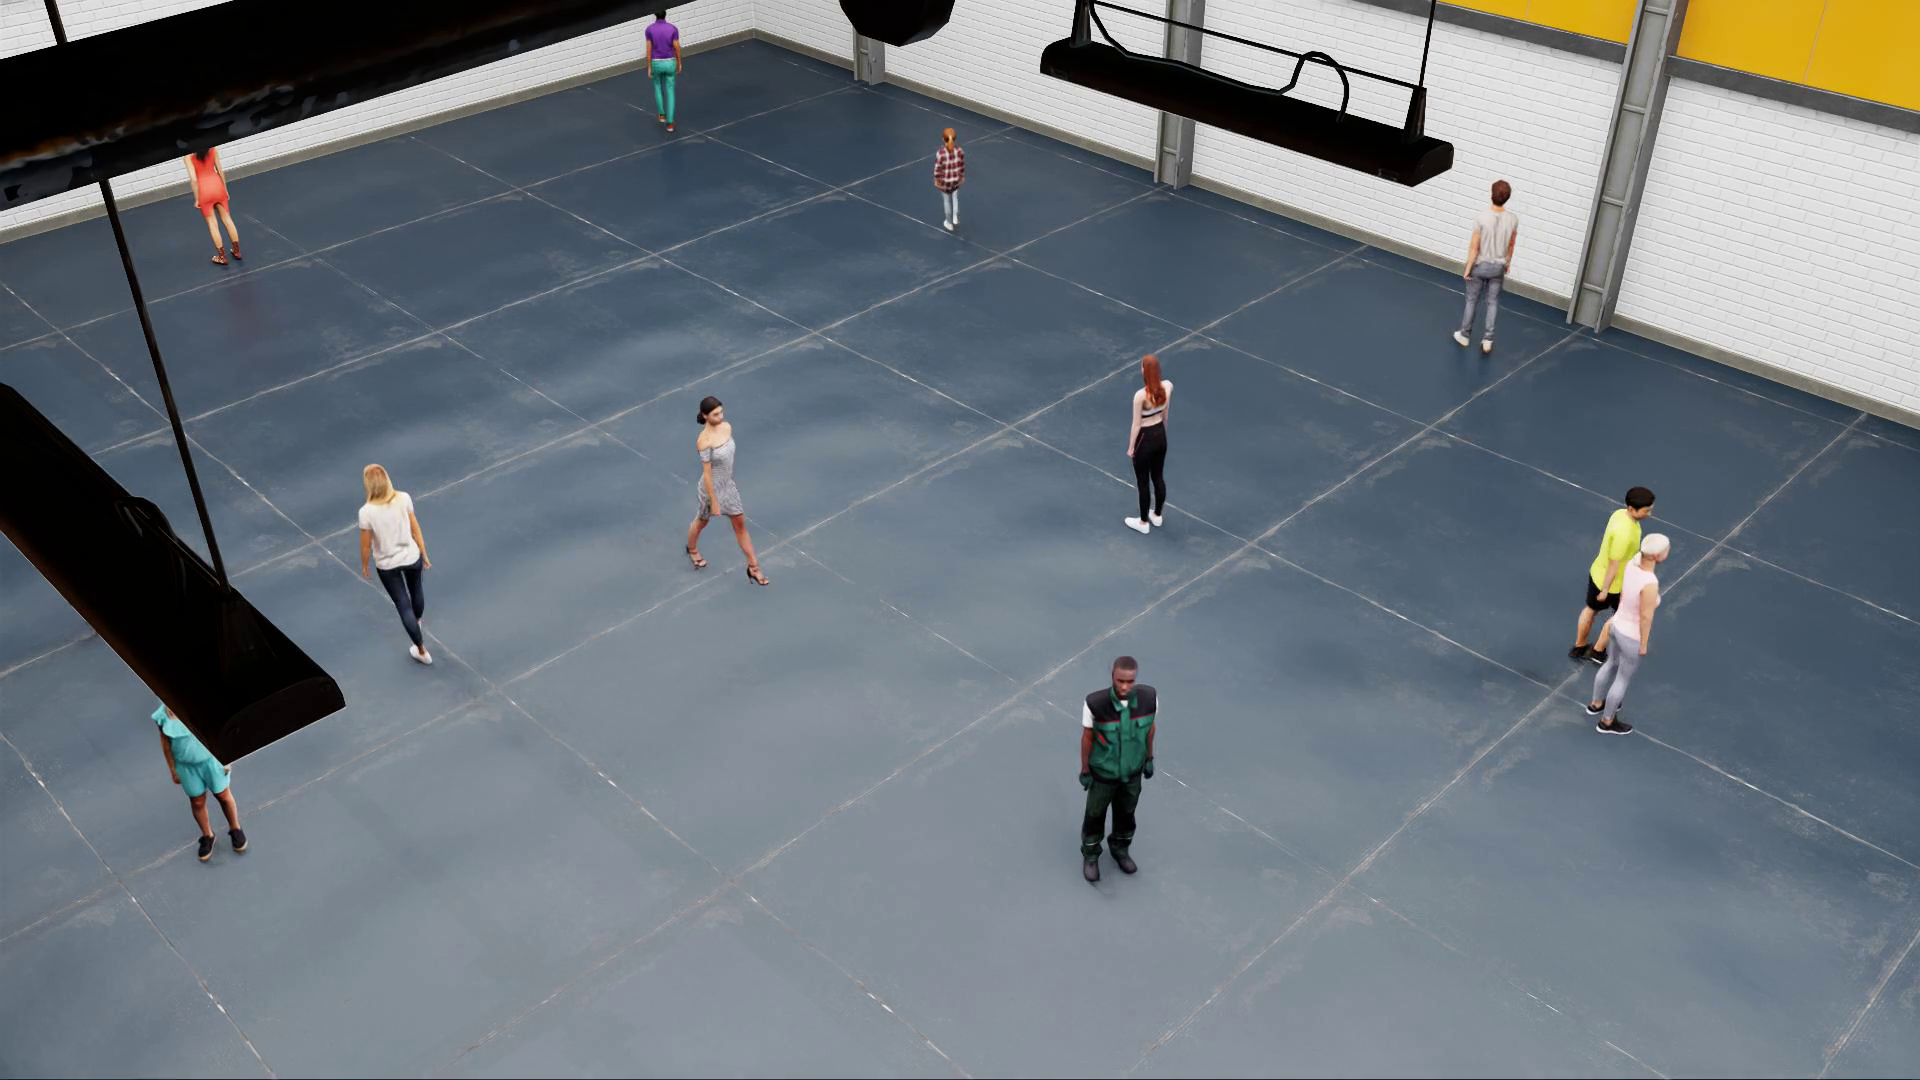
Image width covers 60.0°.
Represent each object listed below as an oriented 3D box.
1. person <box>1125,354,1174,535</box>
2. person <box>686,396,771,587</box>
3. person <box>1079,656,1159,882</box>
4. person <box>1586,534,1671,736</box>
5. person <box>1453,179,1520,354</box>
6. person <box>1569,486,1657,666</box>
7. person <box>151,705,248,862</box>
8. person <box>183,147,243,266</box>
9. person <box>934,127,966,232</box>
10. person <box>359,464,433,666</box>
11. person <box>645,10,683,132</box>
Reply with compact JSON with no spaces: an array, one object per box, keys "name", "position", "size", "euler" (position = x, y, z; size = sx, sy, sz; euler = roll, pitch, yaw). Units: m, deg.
[{"name":"person","position":[1.695,-0.860,14.786],"size":[0.615,1.742,0.565],"euler":[-21,39,-28]},{"name":"person","position":[-2.137,-0.417,14.098],"size":[1.188,1.765,0.803],"euler":[19,38,26]},{"name":"person","position":[1.048,1.506,11.141],"size":[0.776,1.837,0.772],"euler":[-9,35,-13]},{"name":"person","position":[5.011,0.691,12.468],"size":[0.694,1.725,0.624],"euler":[-3,34,-4]},{"name":"person","position":[5.652,-2.913,17.732],"size":[0.834,1.900,0.895],"euler":[0,34,0]},{"name":"person","position":[5.070,0.290,13.102],"size":[0.810,1.691,0.749],"euler":[-1,34,-2]},{"name":"person","position":[-5.210,1.510,11.387],"size":[0.627,1.558,0.645],"euler":[-11,35,-16]},{"name":"person","position":[-8.867,-4.098,19.678],"size":[0.547,1.718,0.594],"euler":[25,41,32]},{"name":"person","position":[-0.100,-4.448,20.582],"size":[0.619,1.301,0.637],"euler":[-12,36,-18]},{"name":"person","position":[-4.385,0.226,13.106],"size":[0.672,1.792,0.913],"euler":[-25,41,-32]},{"name":"person","position":[-4.178,-6.654,23.502],"size":[0.920,1.743,1.030],"euler":[-6,34,-9]}]
